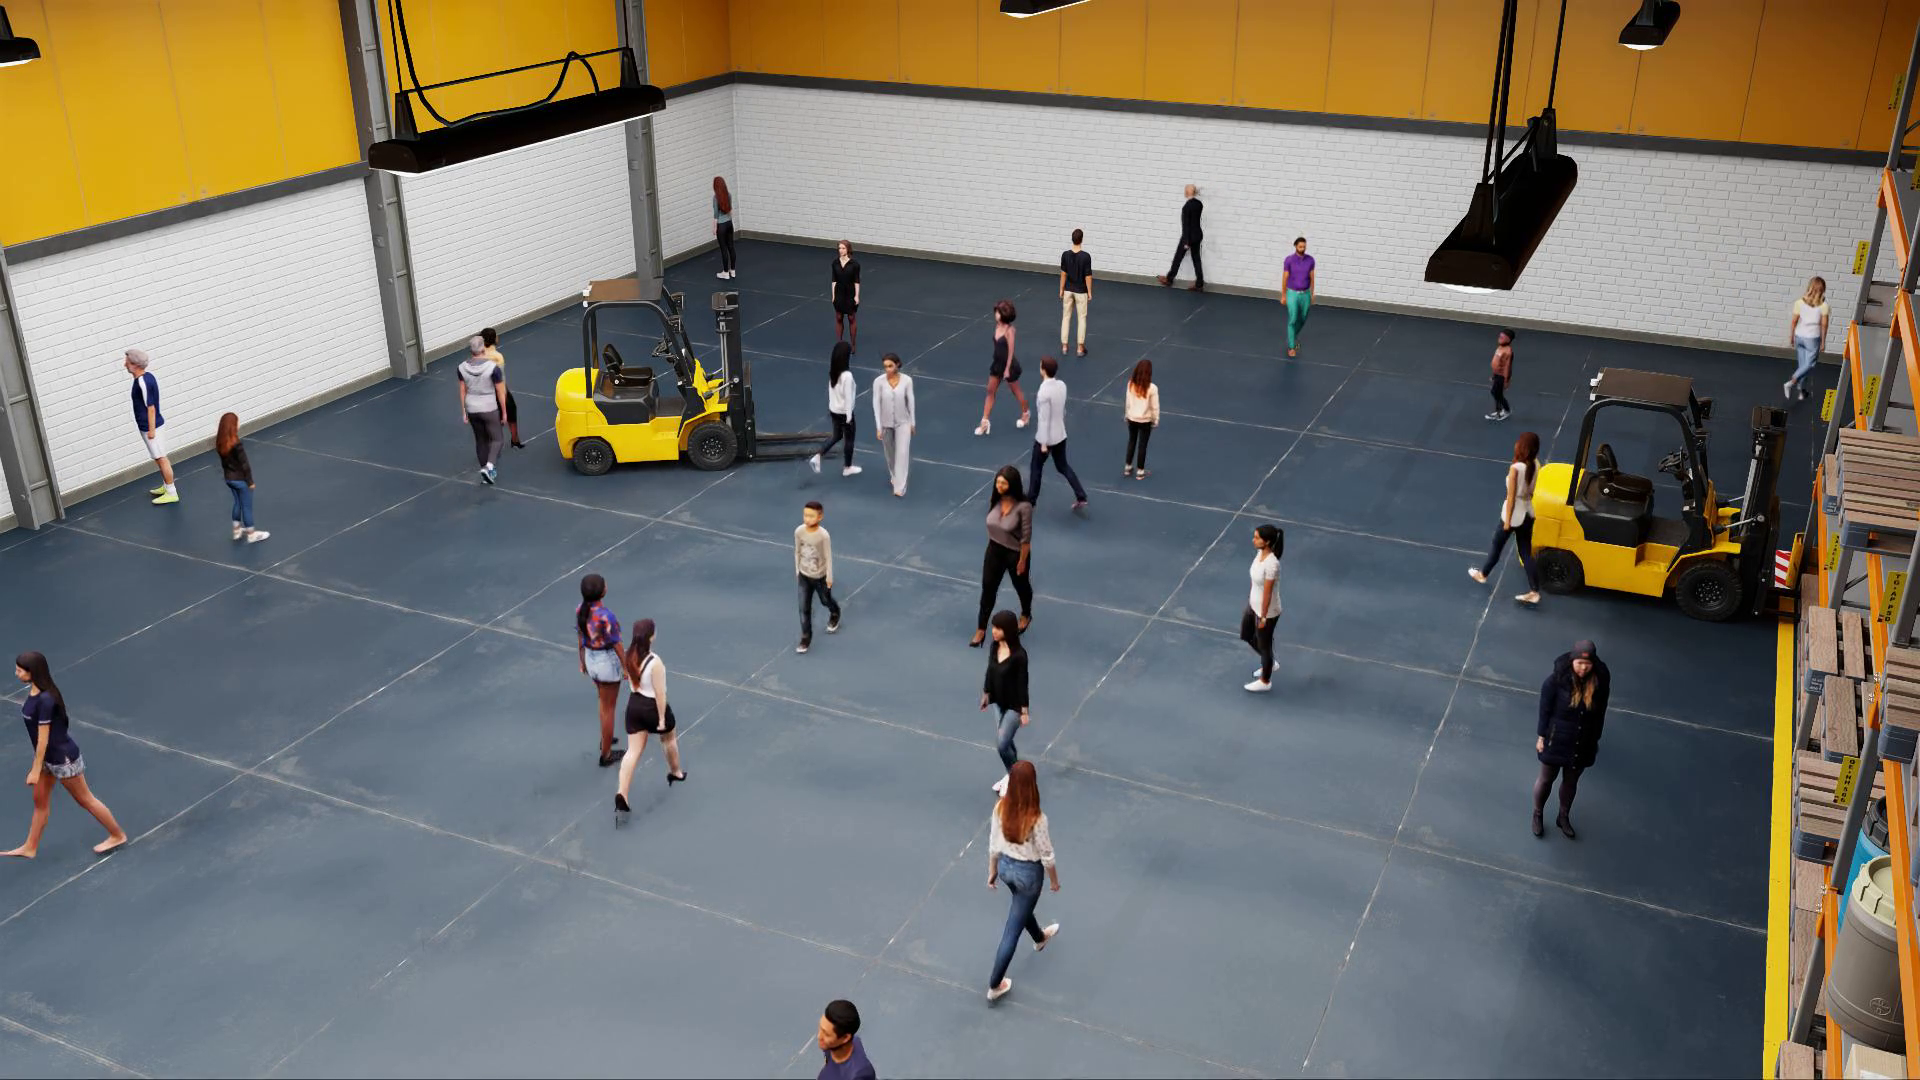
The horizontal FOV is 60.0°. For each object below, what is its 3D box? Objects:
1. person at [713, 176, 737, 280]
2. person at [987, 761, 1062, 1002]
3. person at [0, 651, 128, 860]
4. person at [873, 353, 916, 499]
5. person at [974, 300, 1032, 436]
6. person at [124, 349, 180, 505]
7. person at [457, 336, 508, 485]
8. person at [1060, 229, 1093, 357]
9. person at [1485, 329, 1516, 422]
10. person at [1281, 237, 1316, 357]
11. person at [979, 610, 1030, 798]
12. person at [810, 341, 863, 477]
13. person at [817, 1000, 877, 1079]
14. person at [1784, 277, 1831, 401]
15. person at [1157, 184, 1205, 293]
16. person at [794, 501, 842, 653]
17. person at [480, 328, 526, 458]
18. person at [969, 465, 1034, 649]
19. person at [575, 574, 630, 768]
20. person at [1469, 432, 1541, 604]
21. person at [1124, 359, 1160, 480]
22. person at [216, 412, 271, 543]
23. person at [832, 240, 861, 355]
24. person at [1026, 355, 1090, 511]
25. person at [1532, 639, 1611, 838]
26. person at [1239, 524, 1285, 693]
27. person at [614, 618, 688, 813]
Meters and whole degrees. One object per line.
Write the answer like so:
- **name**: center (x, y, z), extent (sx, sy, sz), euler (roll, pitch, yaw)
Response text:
- **person**: center (-4.054, -5.367, 28.537), extent (0.698, 1.741, 0.545), euler (19, 30, 36)
- **person**: center (0.360, 2.295, 11.088), extent (0.779, 1.678, 1.173), euler (17, 29, 34)
- **person**: center (-6.697, 1.643, 12.523), extent (1.146, 1.724, 0.947), euler (-15, 28, -30)
- **person**: center (-0.782, -1.377, 19.487), extent (0.982, 1.678, 1.289), euler (0, 24, 0)
- **person**: center (0.655, -2.192, 21.272), extent (1.144, 1.742, 0.919), euler (-16, 28, -32)
- **person**: center (-9.316, -1.326, 19.172), extent (0.756, 1.838, 0.716), euler (-11, 26, -24)
- **person**: center (-5.637, -1.462, 19.524), extent (0.878, 1.804, 1.046), euler (2, 24, 6)
- **person**: center (1.704, -3.644, 24.457), extent (0.644, 1.852, 0.561), euler (9, 25, 20)
- **person**: center (7.177, -2.173, 21.845), extent (0.679, 1.248, 0.590), euler (0, 24, 0)
- **person**: center (4.976, -3.621, 24.539), extent (0.894, 1.744, 1.024), euler (-3, 24, -7)
- **person**: center (0.446, 1.293, 13.433), extent (0.697, 1.635, 0.681), euler (-18, 30, -36)
- **person**: center (-1.478, -1.514, 19.798), extent (1.015, 1.680, 0.874), euler (-17, 29, -33)
- **person**: center (-0.524, 3.189, 8.936), extent (1.177, 1.764, 1.112), euler (-8, 25, -18)
- **person**: center (11.386, -2.665, 22.405), extent (1.053, 1.702, 0.882), euler (-19, 30, -37)
- **person**: center (3.900, -4.993, 27.651), extent (1.144, 1.764, 1.003), euler (-20, 31, -38)
- **person**: center (-1.358, 0.307, 15.933), extent (0.608, 1.440, 0.990), euler (8, 25, 18)
- **person**: center (-5.764, -1.774, 20.449), extent (0.623, 1.635, 0.800), euler (13, 27, 26)
- **person**: center (0.527, 0.139, 15.871), extent (0.774, 1.797, 1.153), euler (15, 28, 31)
- **person**: center (-3.018, 1.099, 13.755), extent (0.631, 1.733, 0.624), euler (14, 27, 29)
- **person**: center (5.677, -0.179, 16.674), extent (1.129, 1.736, 1.074), euler (-14, 27, -30)
- **person**: center (2.141, -1.453, 19.902), extent (0.617, 1.485, 0.561), euler (15, 28, 31)
- **person**: center (-7.885, -0.671, 18.121), extent (0.615, 1.478, 0.595), euler (15, 28, 30)
- **person**: center (-1.681, -3.596, 24.530), extent (0.620, 1.706, 0.553), euler (6, 24, 14)
- **person**: center (1.098, -1.151, 18.795), extent (0.888, 1.819, 1.139), euler (16, 29, 33)
- **person**: center (4.699, 1.523, 12.859), extent (0.762, 1.673, 0.770), euler (2, 24, 4)
- **person**: center (2.823, 0.620, 14.977), extent (0.768, 1.632, 0.699), euler (-3, 24, -7)
- **person**: center (-2.536, 1.411, 13.188), extent (0.565, 1.614, 1.059), euler (11, 26, 23)
